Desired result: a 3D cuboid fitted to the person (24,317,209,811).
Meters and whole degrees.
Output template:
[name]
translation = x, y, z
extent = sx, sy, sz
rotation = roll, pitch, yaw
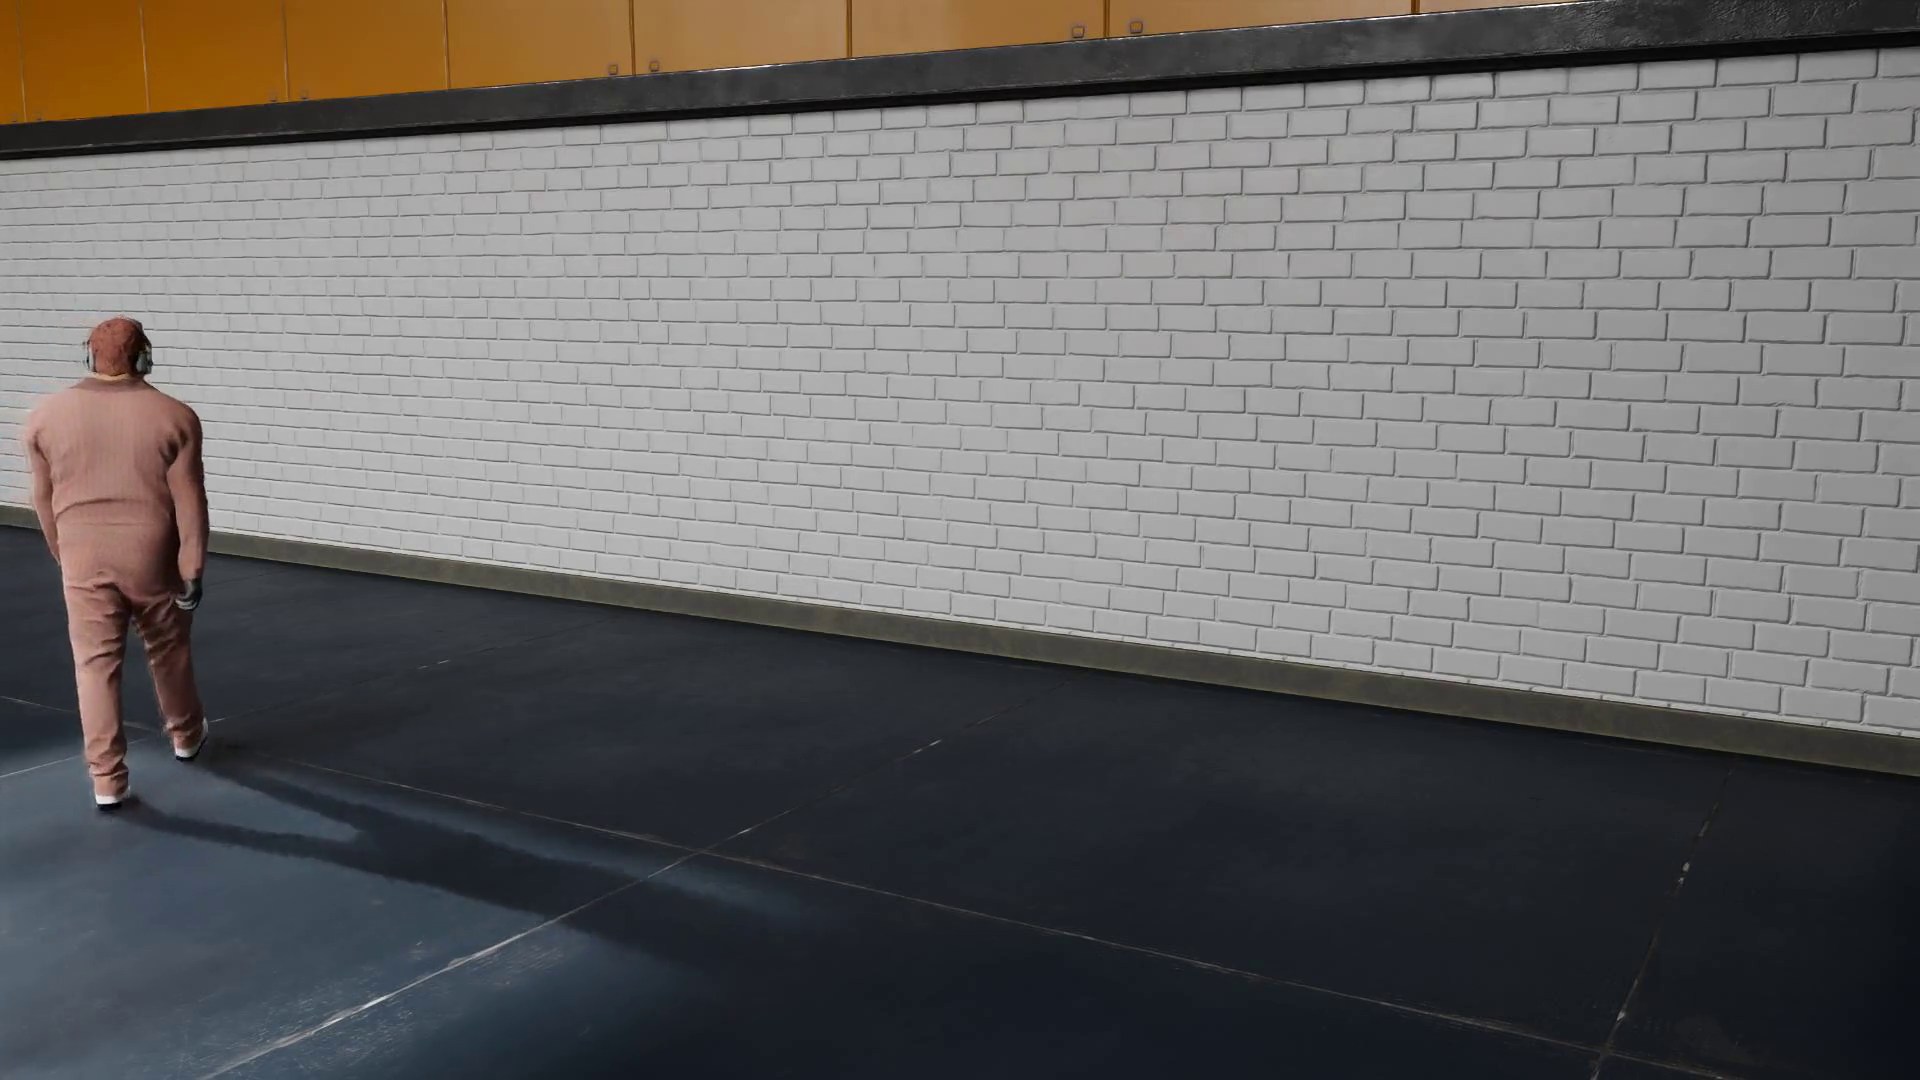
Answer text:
[person]
translation = -3.260, 0.062, 6.524
extent = 0.641, 1.853, 0.979
rotation = -3, 9, -16
